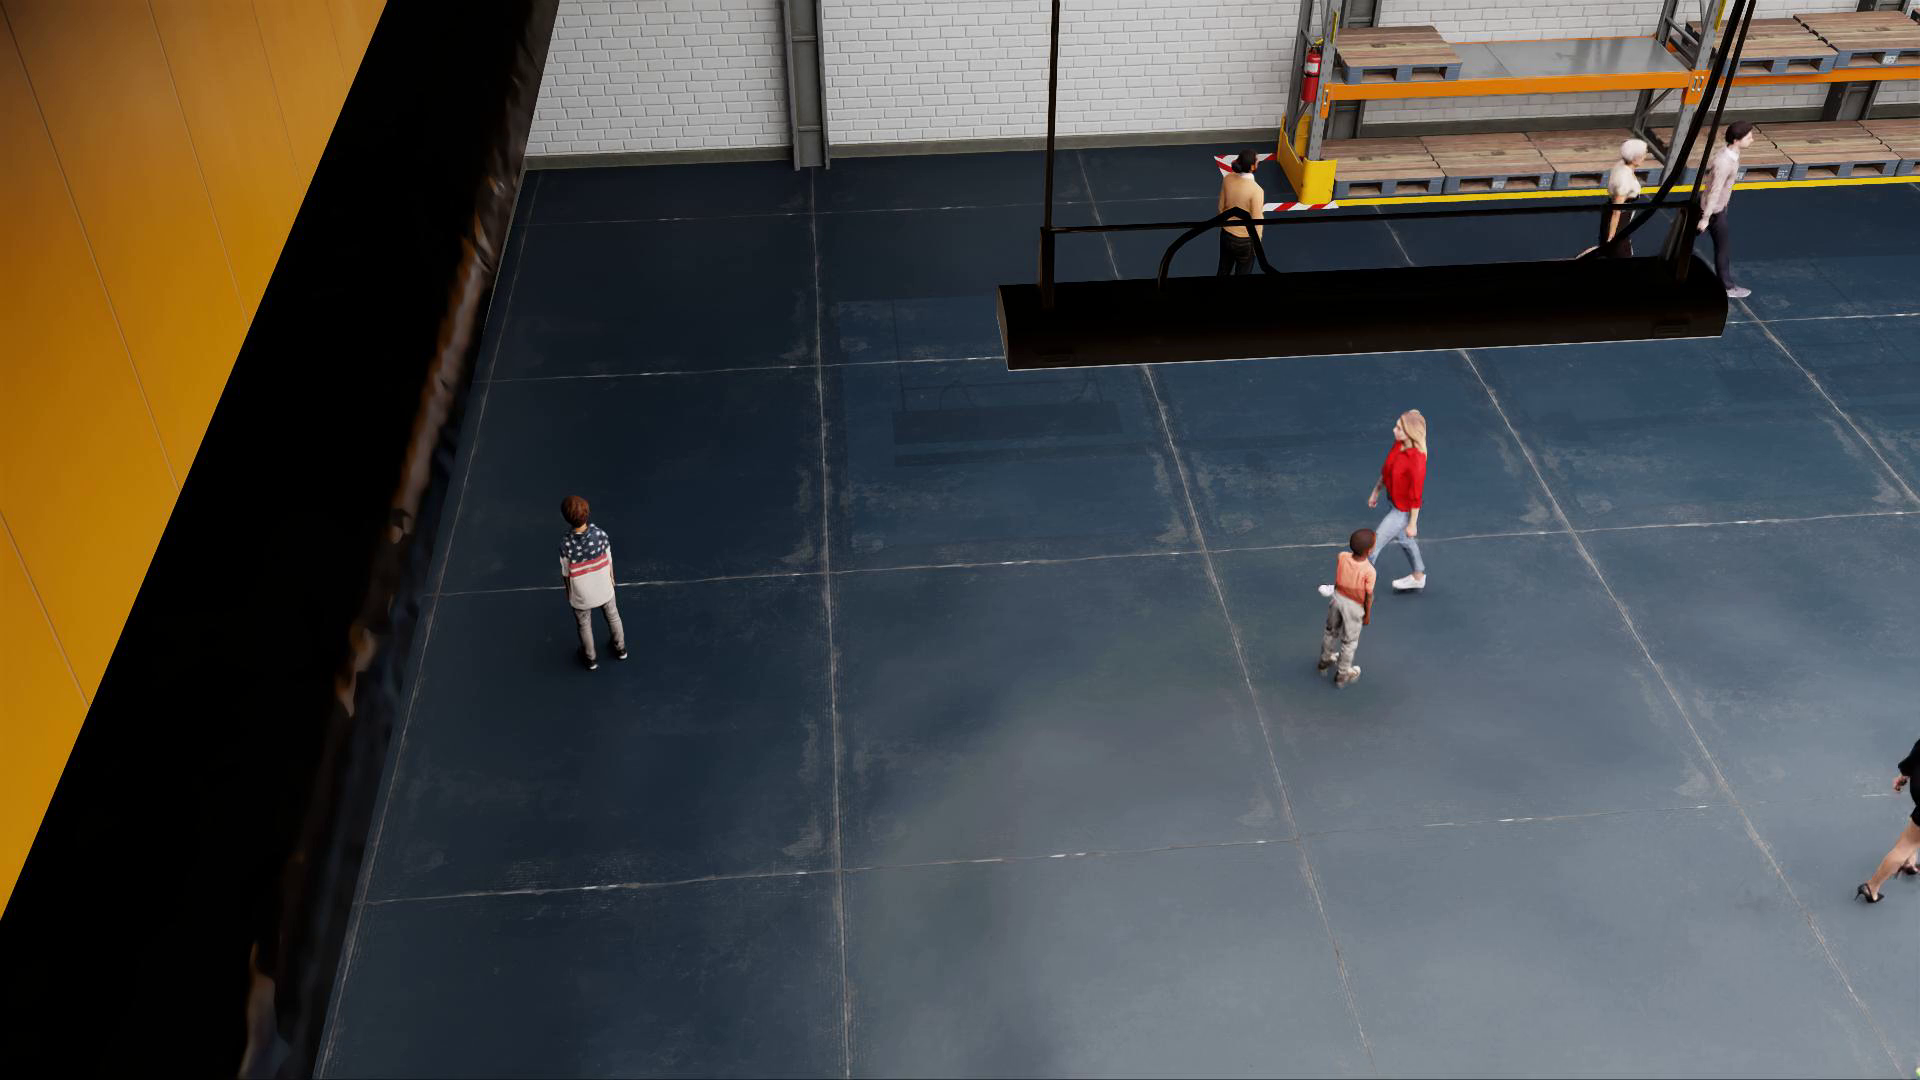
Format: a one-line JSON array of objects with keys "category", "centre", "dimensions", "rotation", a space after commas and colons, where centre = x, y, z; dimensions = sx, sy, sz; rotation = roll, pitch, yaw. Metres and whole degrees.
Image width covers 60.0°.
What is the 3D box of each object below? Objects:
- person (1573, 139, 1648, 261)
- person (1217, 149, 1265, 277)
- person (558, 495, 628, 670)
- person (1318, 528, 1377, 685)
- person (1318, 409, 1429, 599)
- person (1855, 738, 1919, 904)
[{"category": "person", "centre": [6.059, -2.969, 15.649], "dimensions": [1.030, 1.734, 0.808], "rotation": [9, 39, 11]}, {"category": "person", "centre": [2.587, -2.809, 15.432], "dimensions": [0.781, 1.755, 0.757], "rotation": [-27, 46, -30]}, {"category": "person", "centre": [-2.627, 0.291, 11.805], "dimensions": [0.523, 1.437, 0.634], "rotation": [-19, 42, -22]}, {"category": "person", "centre": [2.732, 0.450, 11.708], "dimensions": [0.603, 1.310, 0.556], "rotation": [-29, 47, -31]}, {"category": "person", "centre": [3.316, -0.229, 12.285], "dimensions": [1.081, 1.651, 0.646], "rotation": [-3, 39, -4]}, {"category": "person", "centre": [5.759, 1.555, 9.981], "dimensions": [0.863, 1.739, 0.699], "rotation": [-9, 39, -11]}]
